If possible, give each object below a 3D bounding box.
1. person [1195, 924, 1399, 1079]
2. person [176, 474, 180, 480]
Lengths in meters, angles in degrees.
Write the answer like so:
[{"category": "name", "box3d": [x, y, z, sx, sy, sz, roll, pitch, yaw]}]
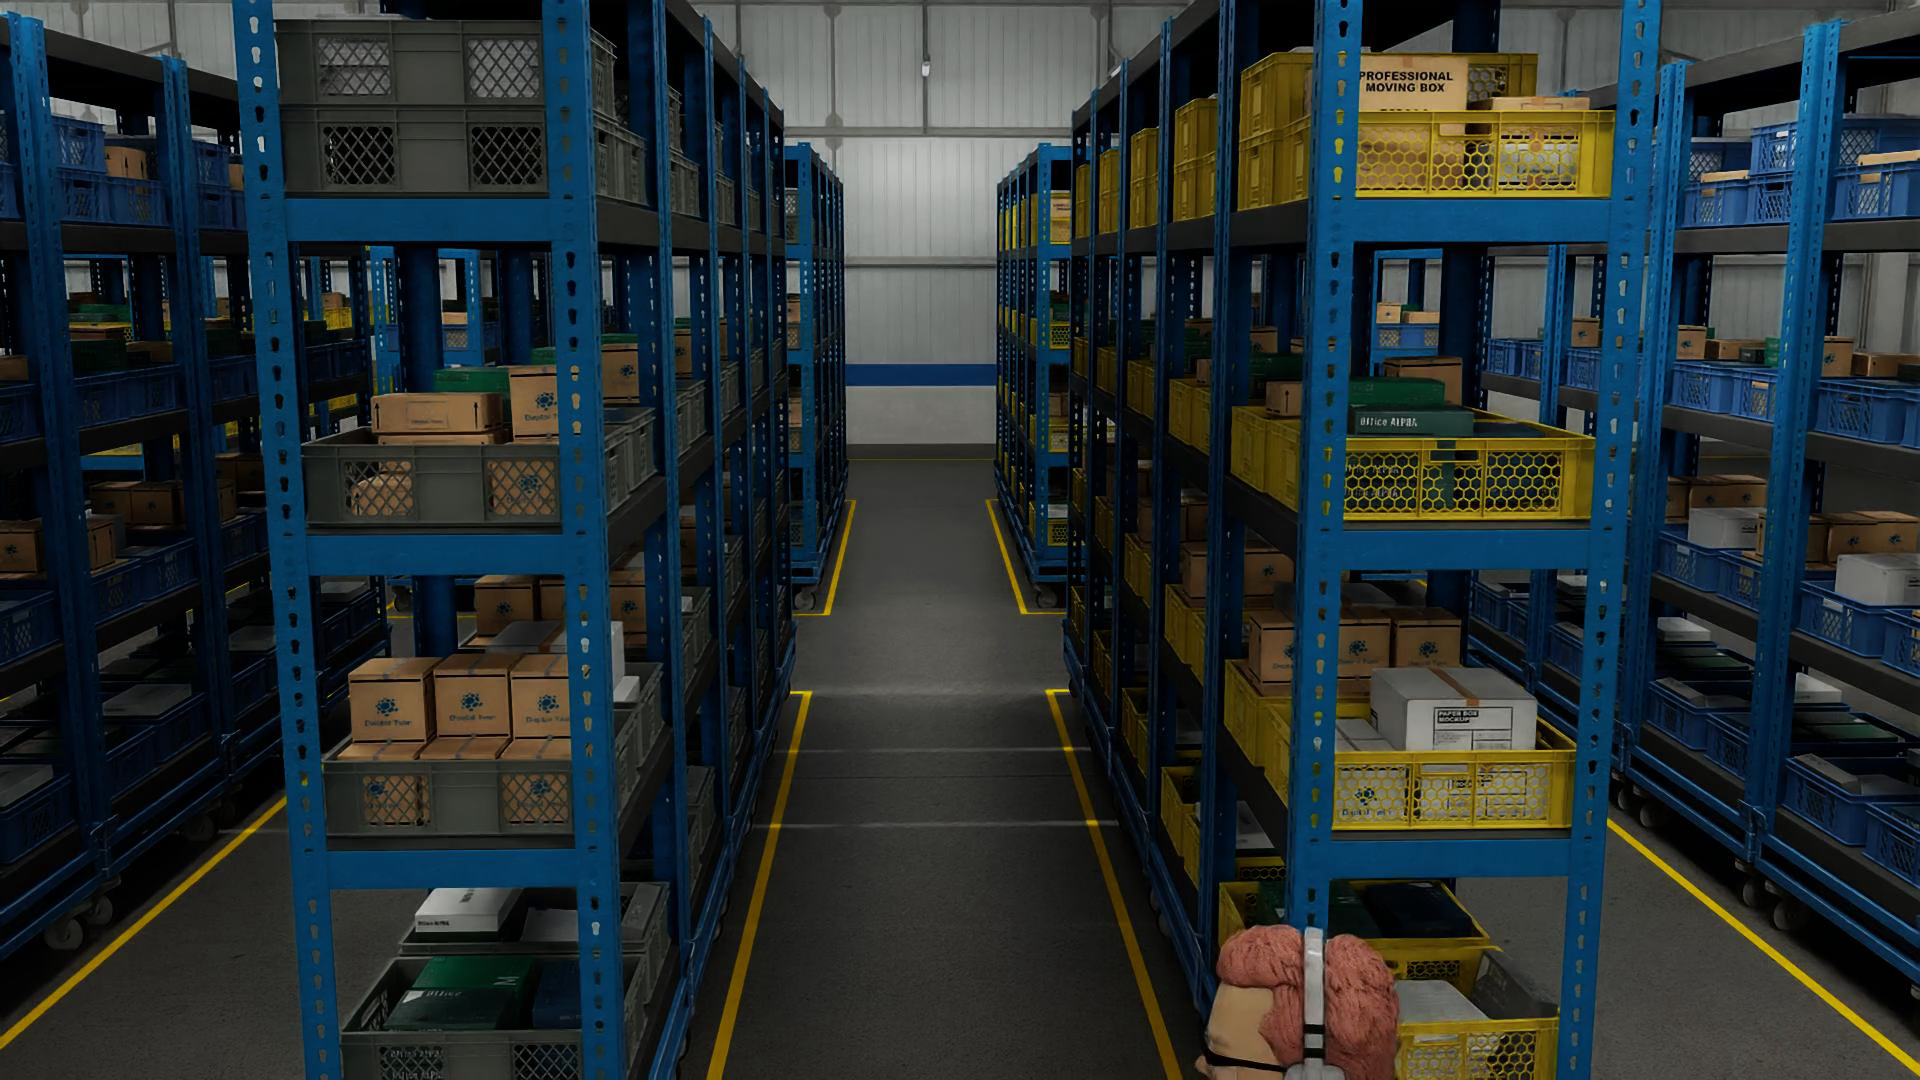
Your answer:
[{"category": "person", "box3d": [0.416, 1.402, 2.104, 0.402, 1.906, 0.652, 1, 9, 4]}, {"category": "person", "box3d": [-9.455, -1.392, 19.380, 0.964, 1.804, 0.586, 2, 10, 13]}]
